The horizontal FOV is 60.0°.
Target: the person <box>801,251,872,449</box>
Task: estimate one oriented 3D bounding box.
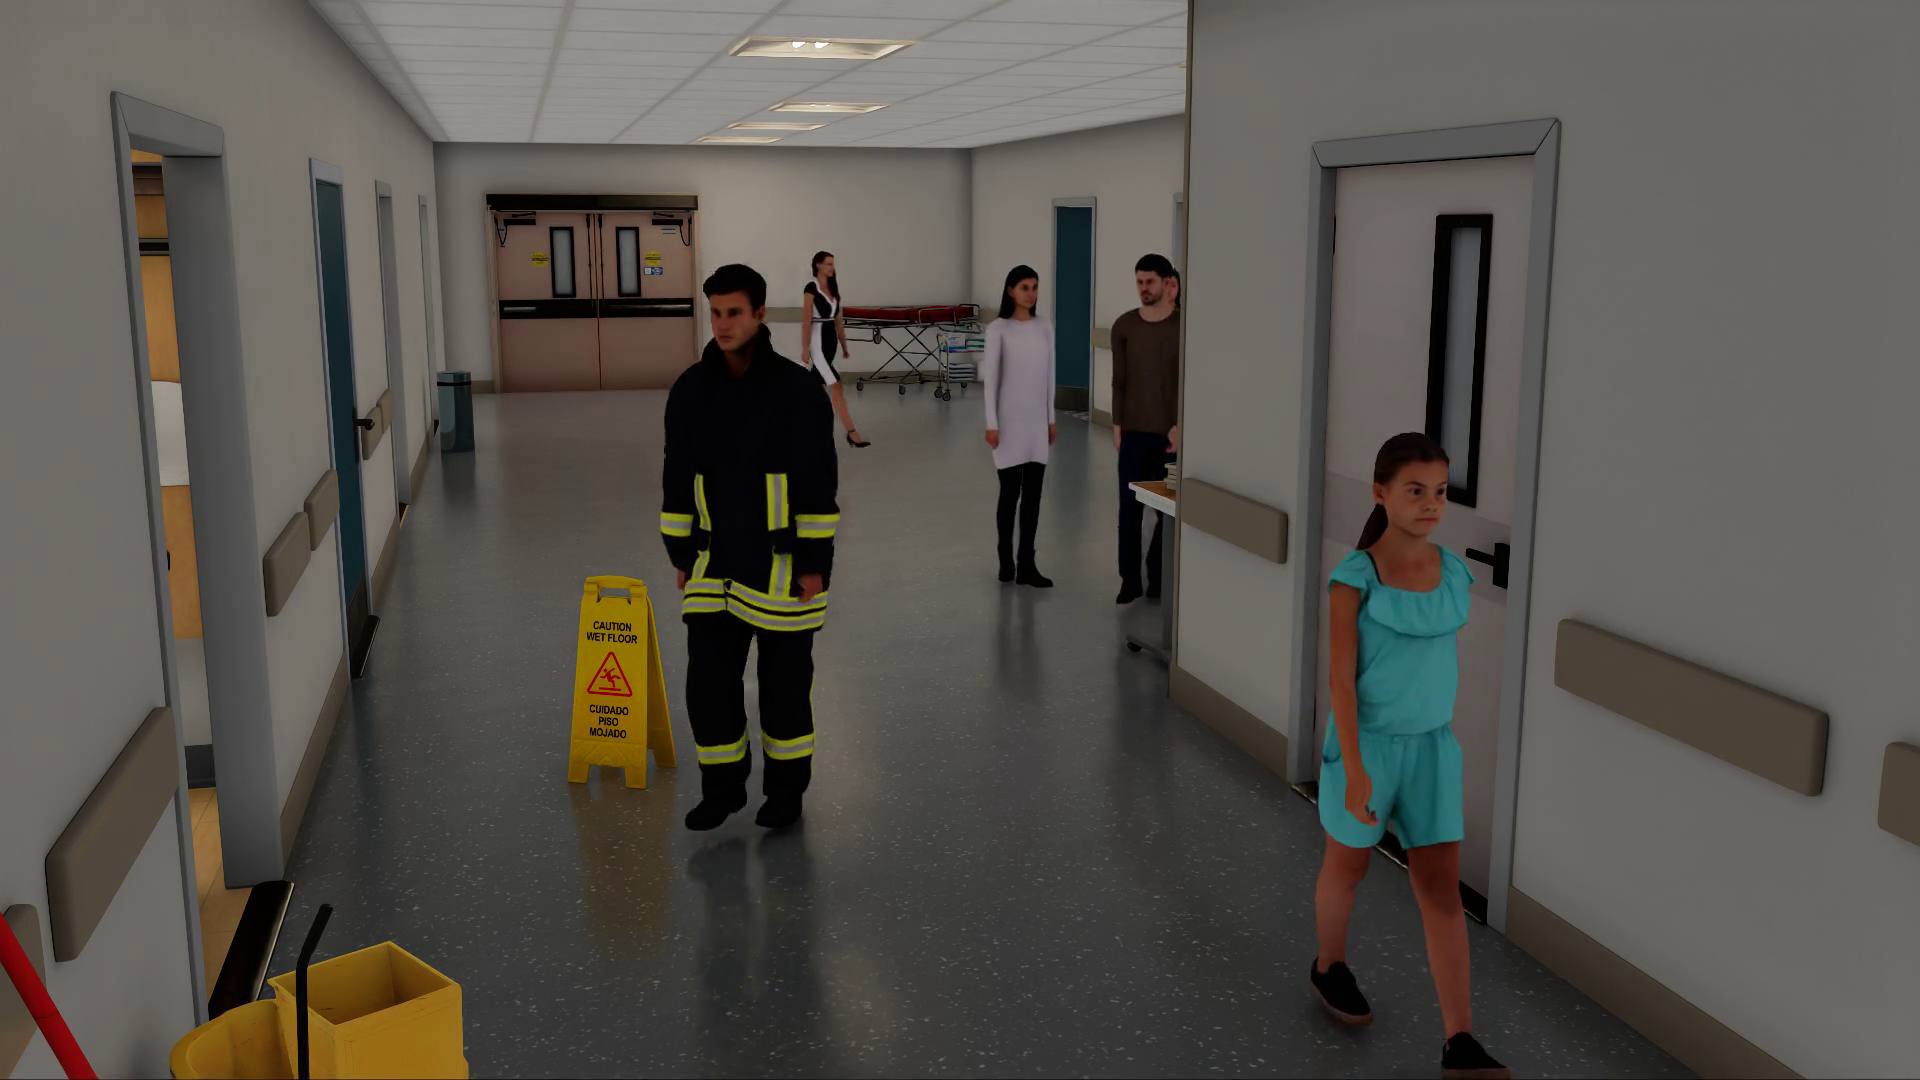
[{"bbox_3d":[-1.309,-1.662,14.950,1.140,1.745,1.125,5,12,25],"label":"person"}]

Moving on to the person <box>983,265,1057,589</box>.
[{"bbox_3d":[0.332,-0.645,9.433,0.707,1.802,0.769,-5,12,-24],"label":"person"}]

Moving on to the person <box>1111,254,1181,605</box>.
[{"bbox_3d":[1.074,-0.591,8.989,0.844,1.862,0.930,3,11,15],"label":"person"}]

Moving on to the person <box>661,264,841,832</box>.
[{"bbox_3d":[-0.654,0.030,5.602,0.914,1.905,0.887,2,11,9],"label":"person"}]

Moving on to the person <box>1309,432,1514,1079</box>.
[{"bbox_3d":[1.019,0.510,4.108,0.580,1.520,1.004,-2,11,-11],"label":"person"}]
